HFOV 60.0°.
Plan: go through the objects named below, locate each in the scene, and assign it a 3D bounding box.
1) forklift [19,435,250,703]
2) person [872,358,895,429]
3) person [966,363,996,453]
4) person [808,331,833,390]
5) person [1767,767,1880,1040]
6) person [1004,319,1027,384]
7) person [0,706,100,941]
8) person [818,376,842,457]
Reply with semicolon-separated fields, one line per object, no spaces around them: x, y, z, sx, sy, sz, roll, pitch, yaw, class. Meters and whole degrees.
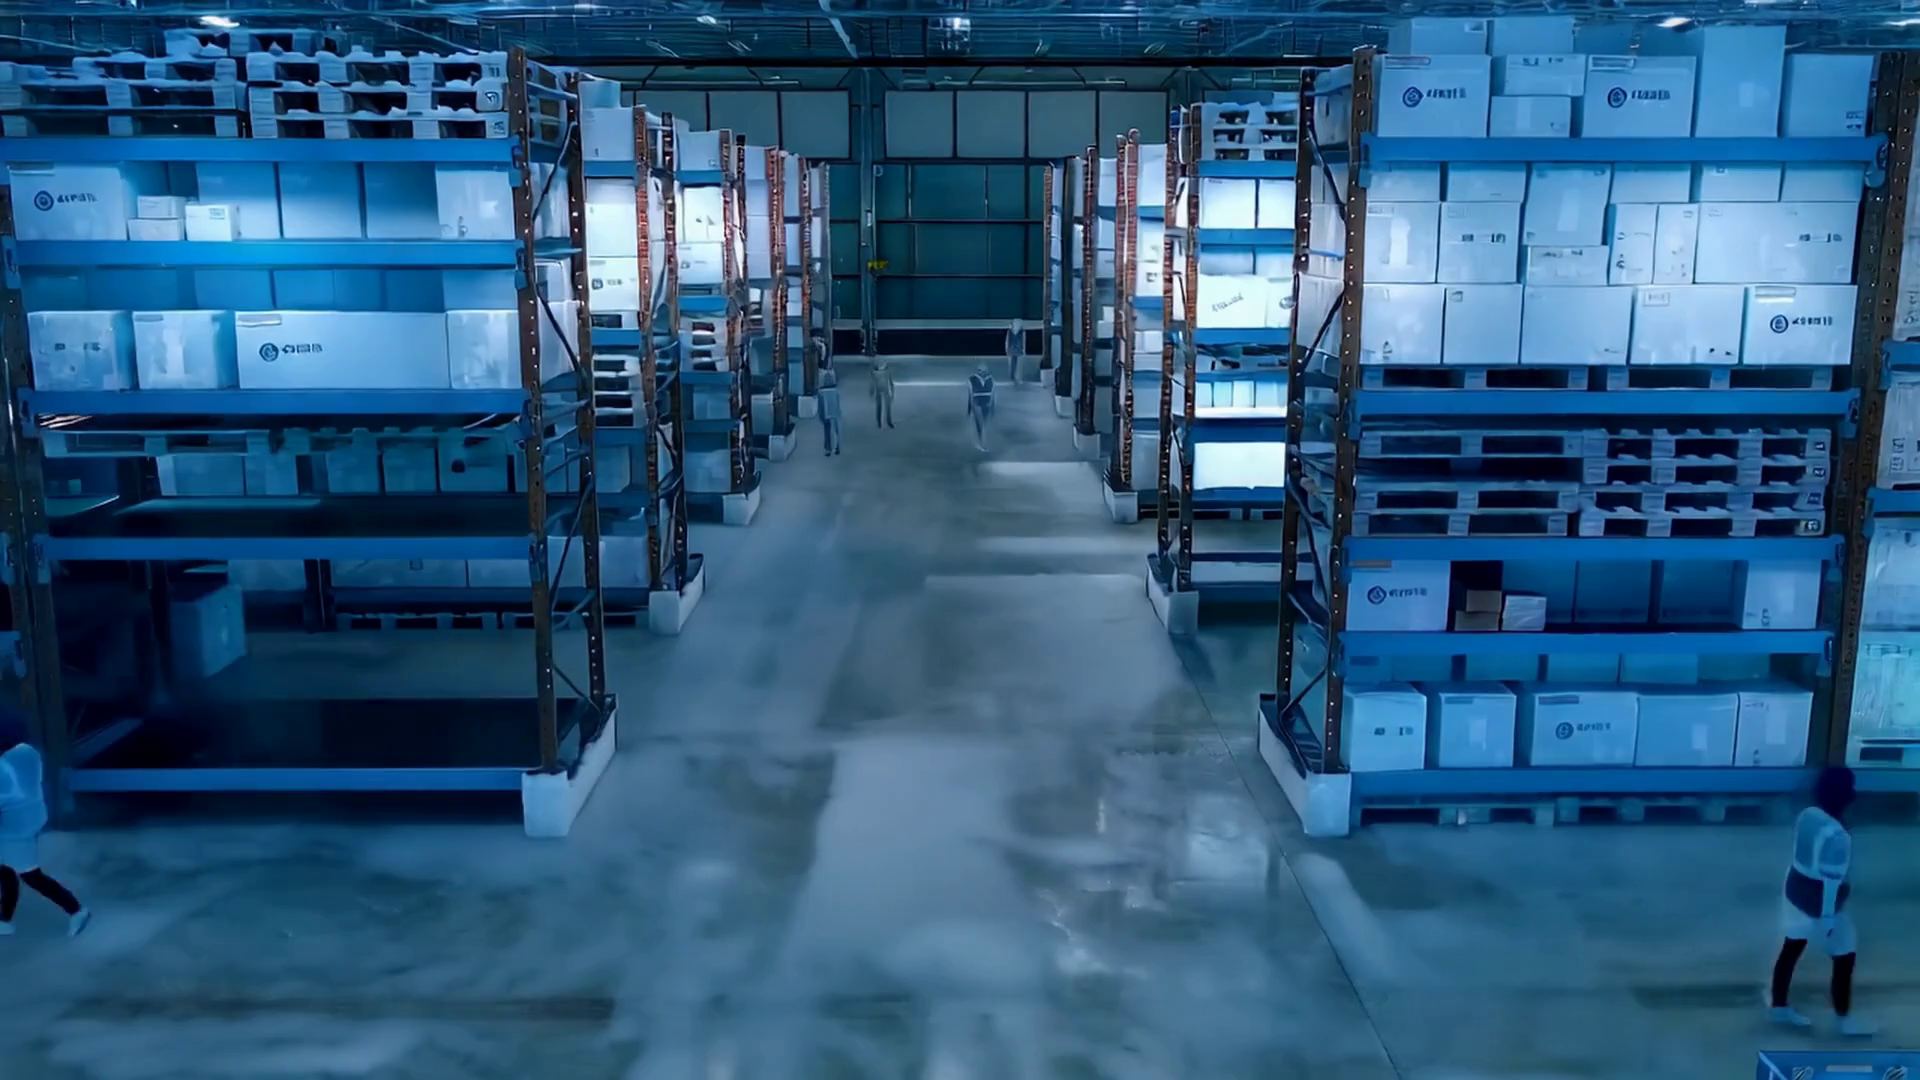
-8.387;0.189;16.764;1.873;2.768;1.129;0;11;-1;forklift
-1.697;-3.244;36.967;0.513;1.602;0.801;-4;12;-19;person
0.428;-2.709;33.836;0.578;1.804;0.989;-4;12;-17;person
-3.459;-4.275;41.485;1.039;1.837;0.599;5;12;24;person
5.252;2.164;9.951;0.708;1.668;0.558;1;11;4;person
1.549;-5.282;46.574;0.651;1.791;0.969;0;11;1;person
-6.274;1.925;11.195;0.827;1.667;0.535;-1;11;-5;person
-2.589;-2.481;33.205;0.504;1.577;0.859;1;11;3;person
